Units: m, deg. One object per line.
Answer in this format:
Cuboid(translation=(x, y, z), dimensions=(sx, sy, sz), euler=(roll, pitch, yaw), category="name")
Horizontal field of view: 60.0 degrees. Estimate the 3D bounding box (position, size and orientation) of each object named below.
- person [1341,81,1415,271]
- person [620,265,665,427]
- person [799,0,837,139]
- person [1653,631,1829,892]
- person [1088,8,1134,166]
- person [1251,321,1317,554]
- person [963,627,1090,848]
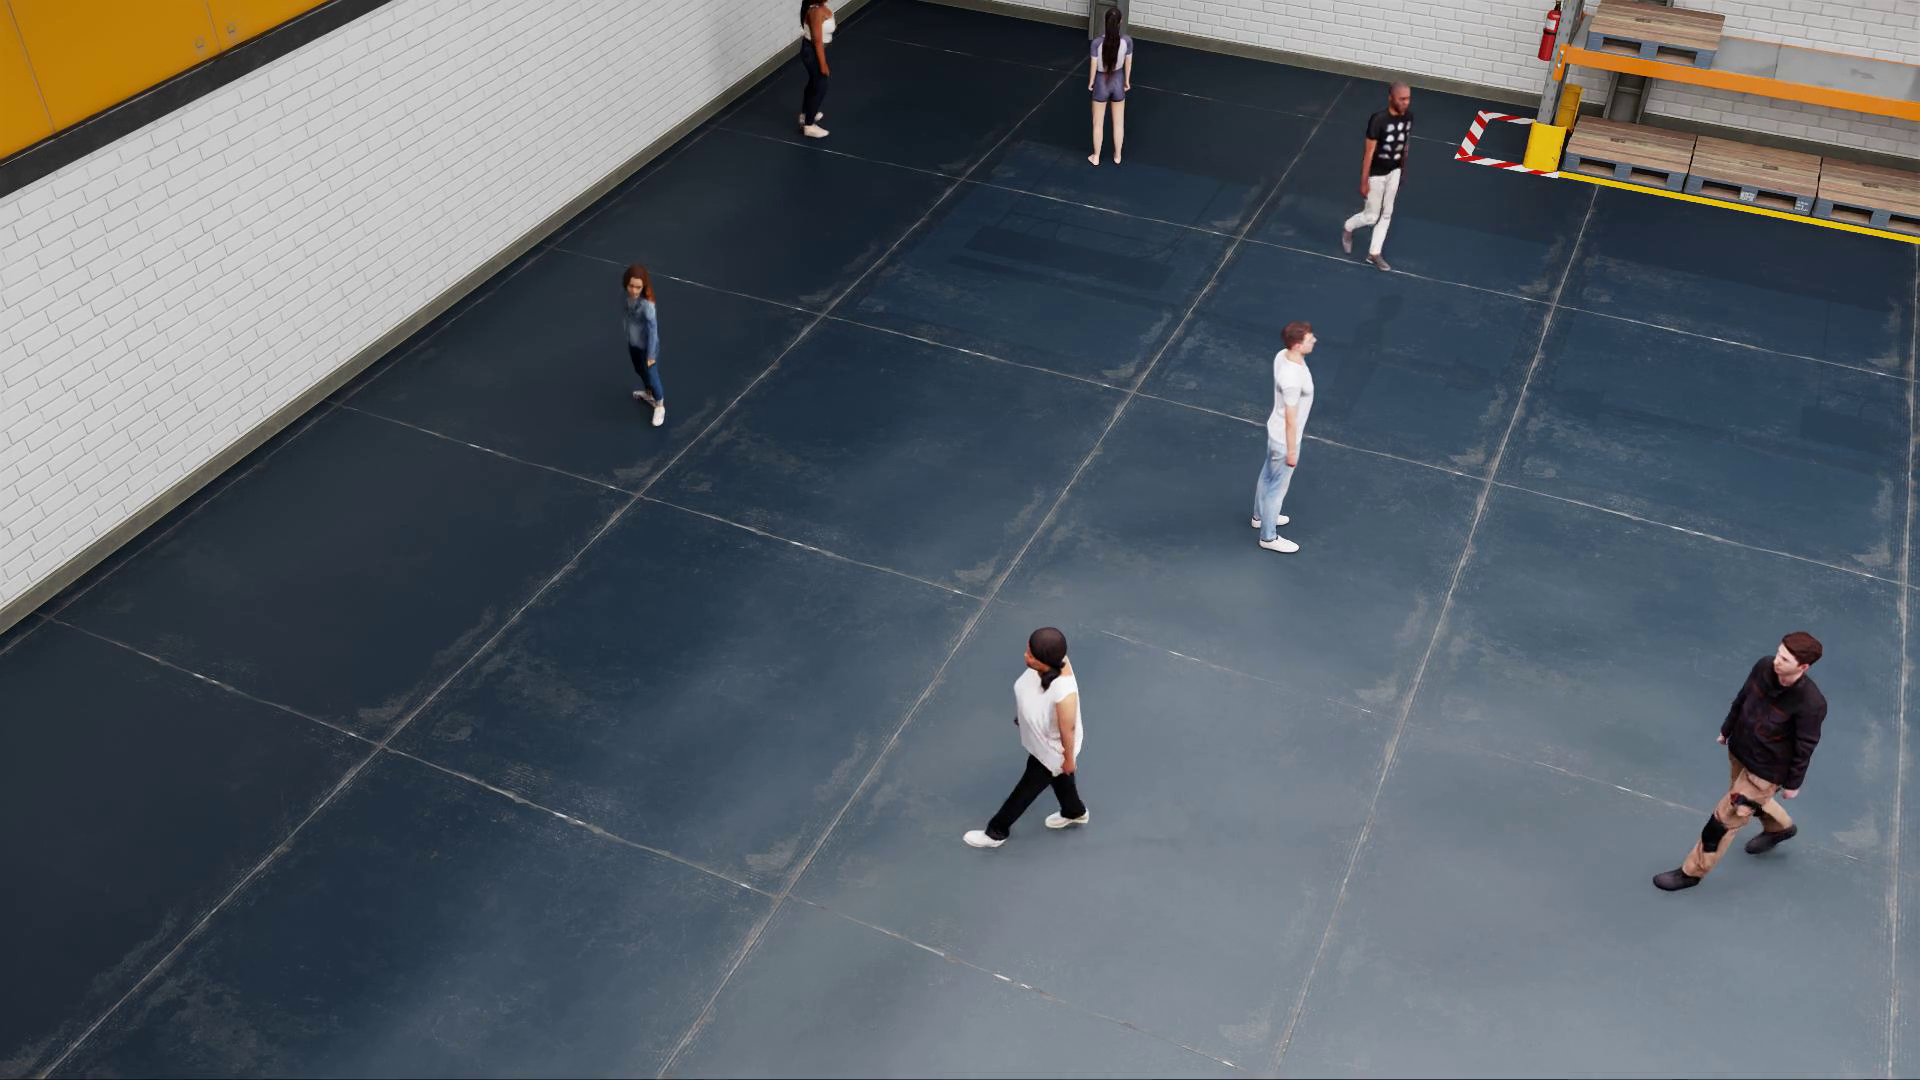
Cuboid(translation=(3.851, -3.402, 15.377), dimensions=(0.921, 1.794, 0.999), euler=(-17, 42, -20), category="person")
Cuboid(translation=(-2.555, -1.621, 13.415), dimensions=(0.821, 1.460, 0.607), euler=(-22, 43, -25), category="person")
Cuboid(translation=(-1.576, -5.103, 17.526), dimensions=(0.911, 1.770, 0.922), euler=(-11, 40, -14), category="person")
Cuboid(translation=(4.630, 1.255, 9.469), dimensions=(1.302, 1.890, 1.181), euler=(-8, 39, -10), category="person")
Cuboid(translation=(1.530, -4.641, 17.043), dimensions=(0.636, 1.650, 0.735), euler=(-6, 39, -7), category="person")
Cuboid(translation=(2.342, -0.768, 12.033), dimensions=(0.691, 1.852, 0.720), euler=(0, 39, 0), category="person")
Cuboid(translation=(0.579, 1.163, 9.775), dimensions=(1.159, 1.653, 1.013), euler=(-5, 39, -7), category="person")
